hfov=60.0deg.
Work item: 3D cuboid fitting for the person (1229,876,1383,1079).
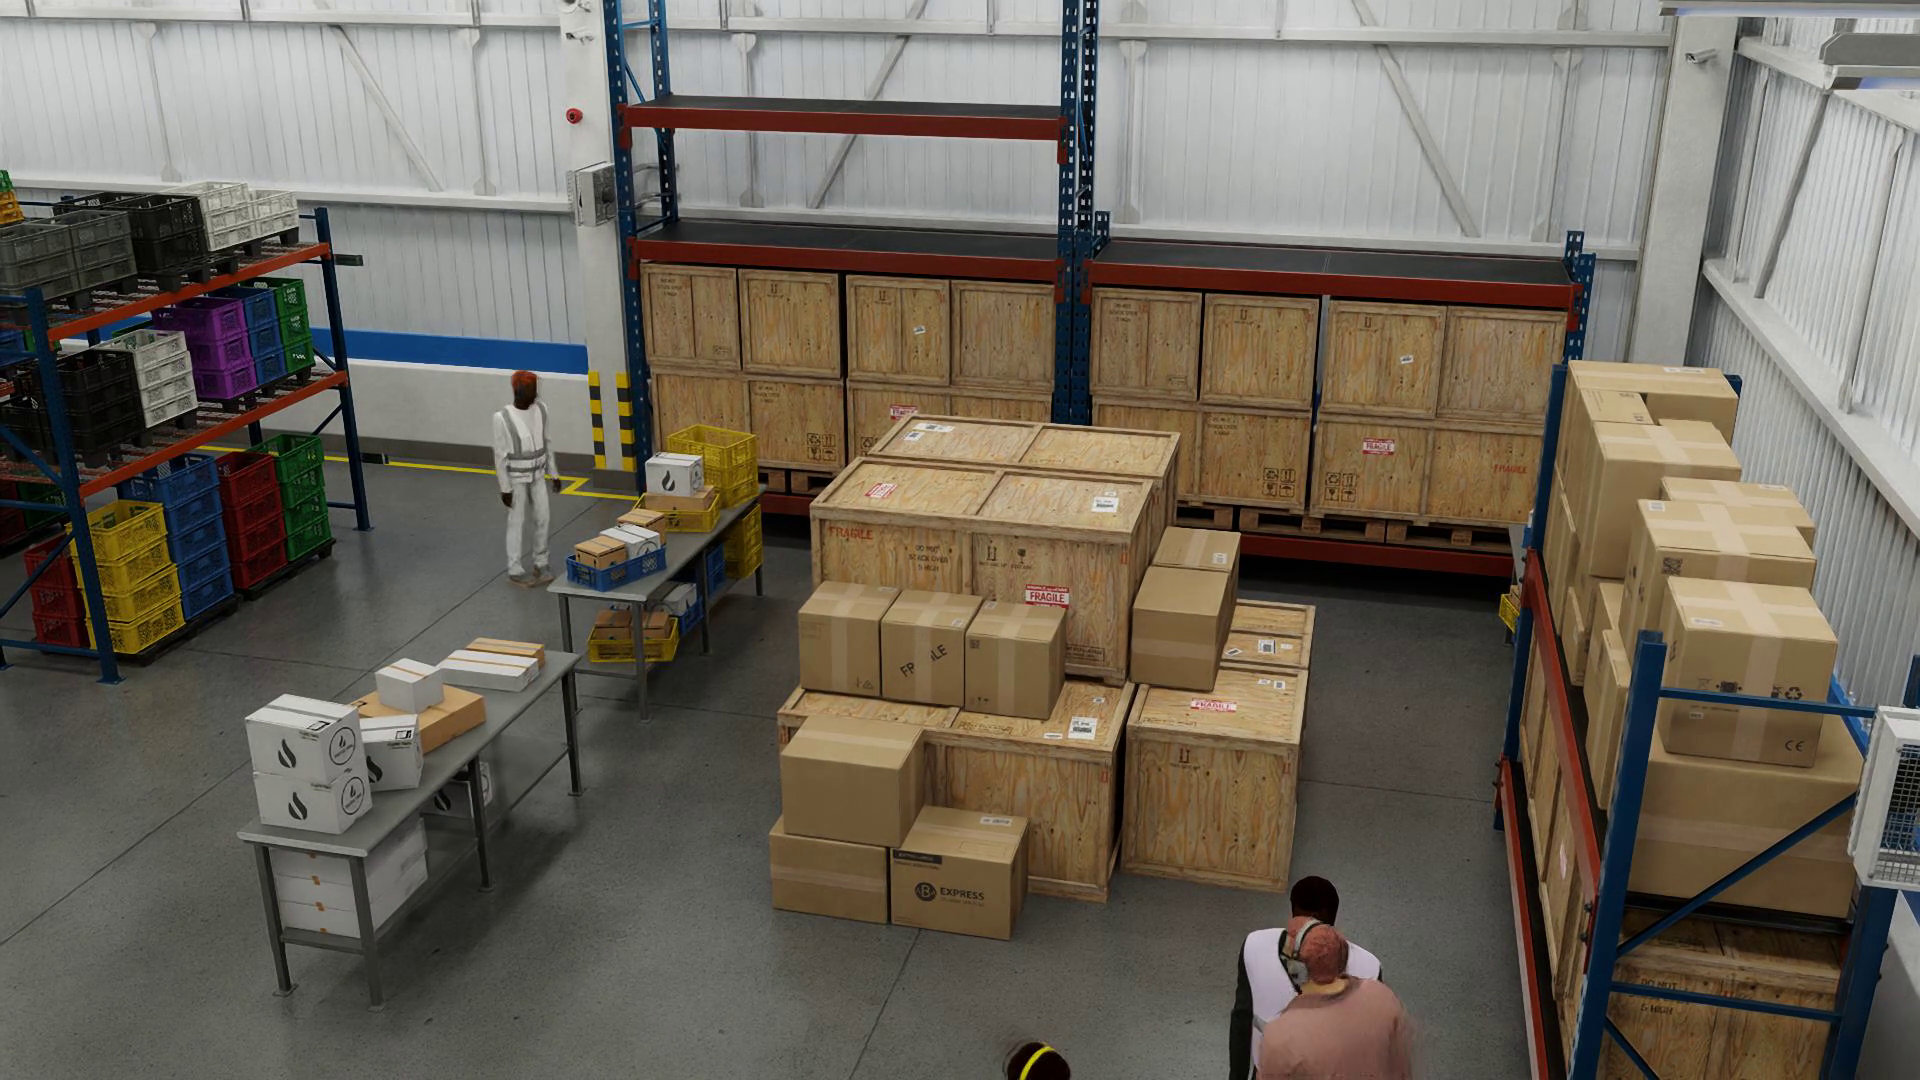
[{"bbox_3d":[1.405,2.221,6.906,0.588,1.920,0.390,6,22,14],"label":"person"}]

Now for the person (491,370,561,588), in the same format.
[{"bbox_3d":[-3.702,-0.536,14.194,0.377,1.881,0.579,14,25,33],"label":"person"}]

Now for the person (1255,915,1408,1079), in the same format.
[{"bbox_3d":[1.402,2.340,6.663,0.652,1.861,0.846,-14,25,-33],"label":"person"}]

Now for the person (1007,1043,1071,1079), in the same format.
[{"bbox_3d":[0.231,2.594,6.025,0.543,1.849,0.440,-17,27,-38],"label":"person"}]
